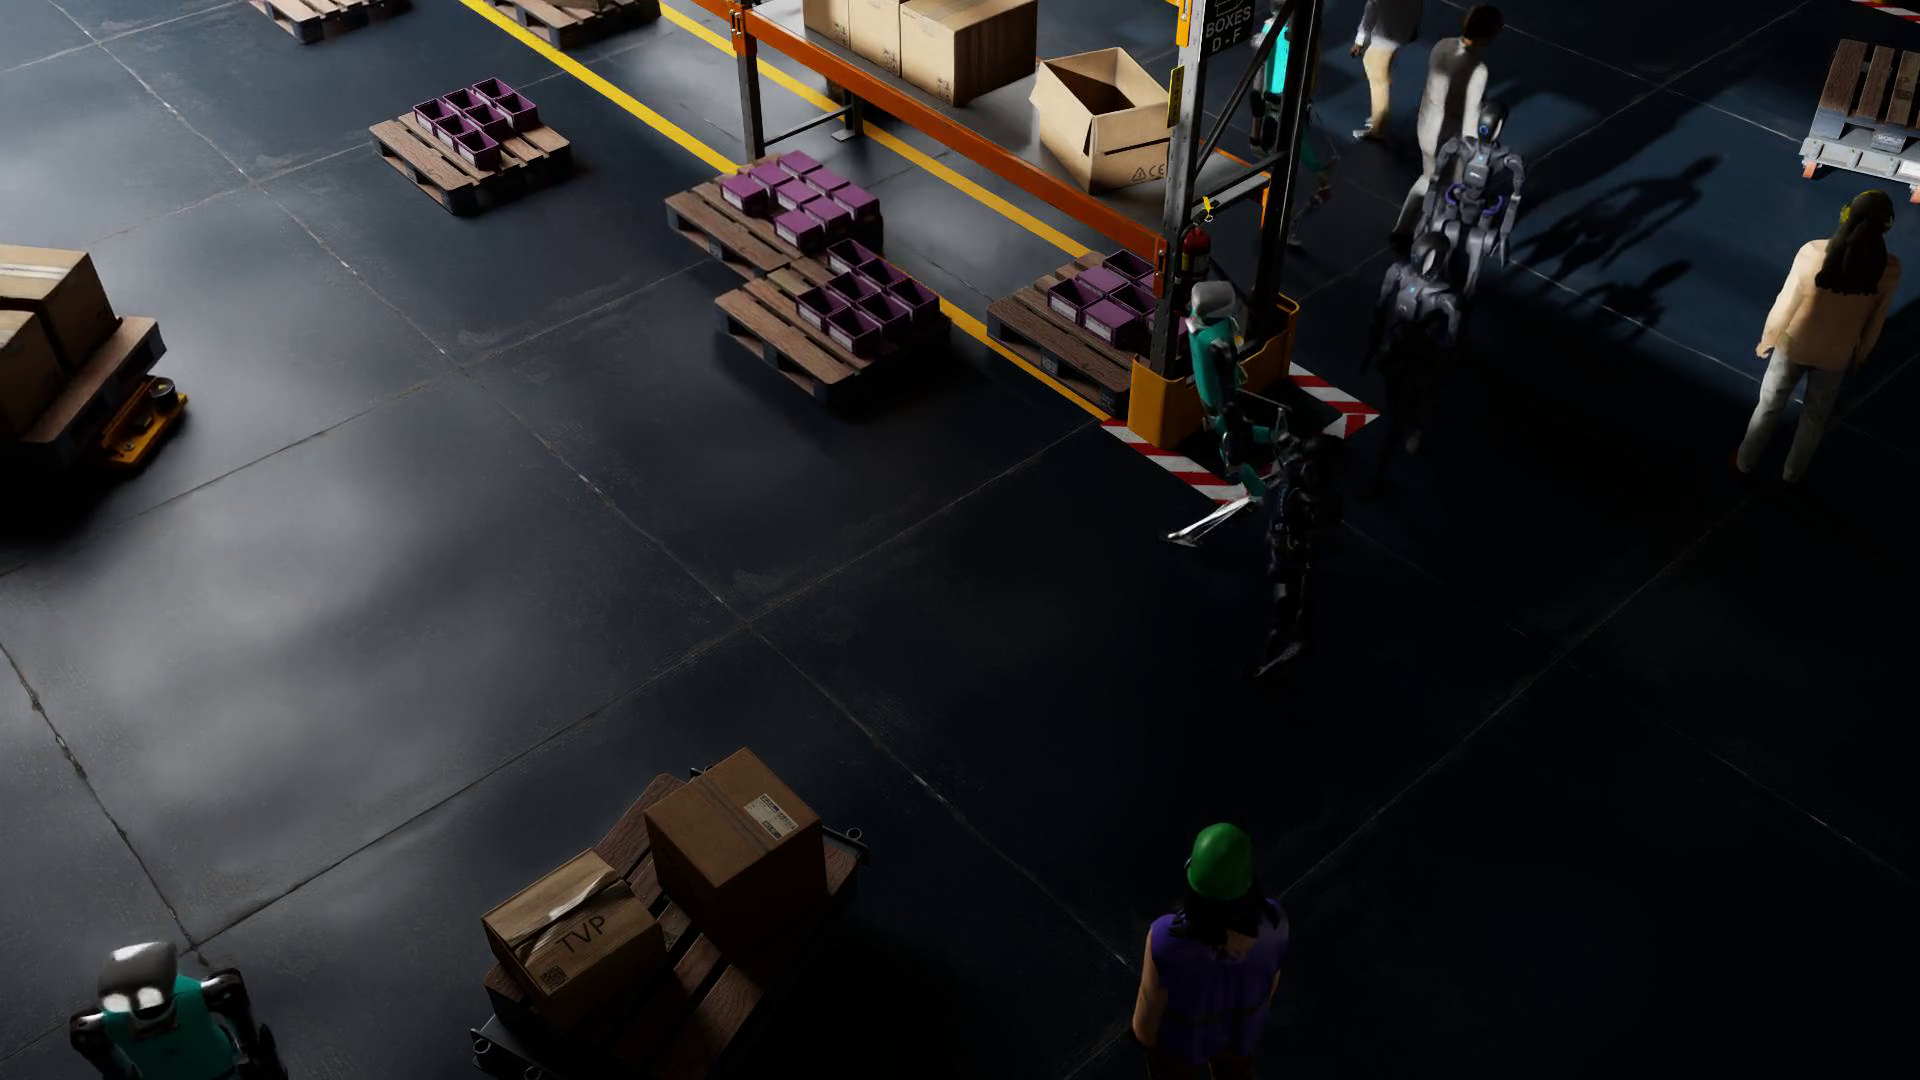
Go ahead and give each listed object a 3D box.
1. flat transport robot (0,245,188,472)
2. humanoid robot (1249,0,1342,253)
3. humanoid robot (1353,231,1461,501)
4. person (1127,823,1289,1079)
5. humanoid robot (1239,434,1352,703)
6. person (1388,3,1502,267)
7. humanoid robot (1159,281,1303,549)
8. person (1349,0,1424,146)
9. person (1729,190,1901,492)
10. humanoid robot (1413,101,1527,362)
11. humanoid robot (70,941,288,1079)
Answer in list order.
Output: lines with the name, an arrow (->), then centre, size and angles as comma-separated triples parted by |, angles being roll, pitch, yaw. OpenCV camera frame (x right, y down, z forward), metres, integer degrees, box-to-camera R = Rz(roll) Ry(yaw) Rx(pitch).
flat transport robot -> -5.446, -0.749, 9.910 | 1.431, 0.231, 0.659 | 6, 43, 6
humanoid robot -> 2.207, -2.614, 10.902 | 0.549, 1.858, 0.699 | -31, 51, -29
humanoid robot -> 2.542, -1.001, 9.172 | 0.755, 1.635, 0.601 | -26, 49, -26
person -> 0.879, 1.714, 6.006 | 0.534, 1.928, 0.421 | -8, 43, -9
humanoid robot -> 1.603, 0.125, 7.922 | 0.349, 1.648, 0.612 | 2, 43, 3
person -> 3.175, -2.621, 10.806 | 0.389, 1.825, 0.520 | -16, 45, -17
humanoid robot -> 1.599, -0.611, 8.696 | 1.008, 1.731, 0.543 | -7, 43, -7
person -> 3.076, -3.689, 12.024 | 0.443, 1.730, 0.590 | 29, 50, 28
person -> 4.652, -1.052, 9.054 | 0.555, 1.877, 0.403 | 16, 45, 17
humanoid robot -> 3.071, -1.900, 10.129 | 0.609, 1.640, 0.574 | 20, 46, 20
humanoid robot -> -2.698, 1.861, 5.985 | 0.543, 1.746, 0.924 | -15, 45, -16
